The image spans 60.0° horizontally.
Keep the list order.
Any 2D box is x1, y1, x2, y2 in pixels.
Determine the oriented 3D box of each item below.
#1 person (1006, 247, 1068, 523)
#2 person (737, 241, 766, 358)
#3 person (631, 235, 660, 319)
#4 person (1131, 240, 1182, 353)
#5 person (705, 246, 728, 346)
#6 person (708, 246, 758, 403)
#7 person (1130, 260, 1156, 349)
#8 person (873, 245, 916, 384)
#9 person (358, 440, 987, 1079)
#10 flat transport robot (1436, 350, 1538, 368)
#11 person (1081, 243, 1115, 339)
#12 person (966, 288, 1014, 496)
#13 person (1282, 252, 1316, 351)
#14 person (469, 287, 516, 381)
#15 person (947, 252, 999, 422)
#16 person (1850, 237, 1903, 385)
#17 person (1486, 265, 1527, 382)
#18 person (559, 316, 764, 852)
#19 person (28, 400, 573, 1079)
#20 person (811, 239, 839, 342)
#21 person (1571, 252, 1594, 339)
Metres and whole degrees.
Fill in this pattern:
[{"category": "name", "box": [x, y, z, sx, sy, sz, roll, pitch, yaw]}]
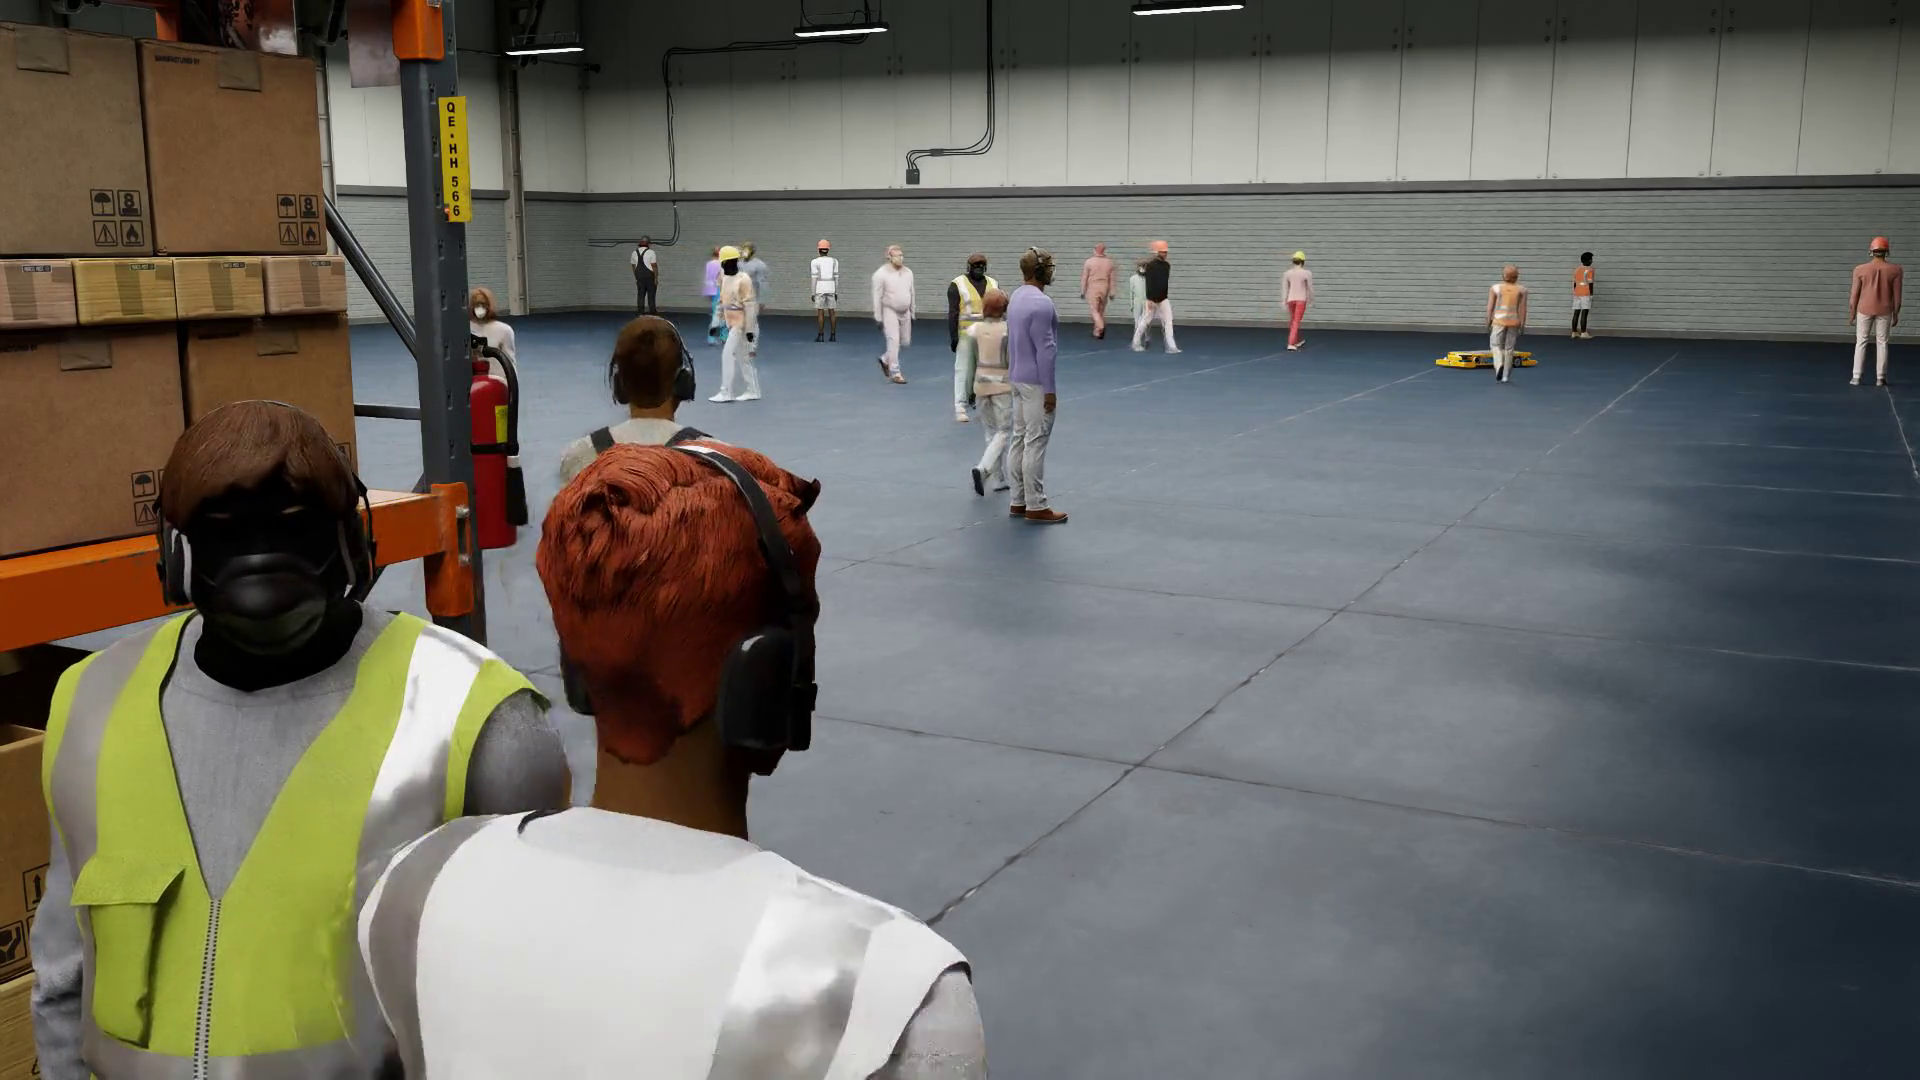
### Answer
[{"category": "person", "box": [0.529, -1.089, 11.761, 0.372, 1.940, 0.629, -4, 11, -20]}, {"category": "person", "box": [-3.504, -3.978, 27.545, 0.662, 1.924, 0.436, 6, 12, 30]}, {"category": "person", "box": [-7.540, -6.339, 40.111, 0.674, 2.000, 0.535, 4, 11, 23]}, {"category": "person", "box": [3.371, -4.205, 28.761, 0.616, 1.946, 1.033, -9, 14, -39]}, {"category": "person", "box": [-4.346, -4.483, 30.567, 0.757, 1.819, 0.607, -7, 13, -35]}, {"category": "person", "box": [-2.815, -2.609, 20.189, 0.850, 1.886, 0.592, -6, 12, -29]}, {"category": "person", "box": [3.296, -4.224, 29.819, 0.507, 1.593, 0.852, 3, 11, 16]}, {"category": "person", "box": [-0.927, -3.111, 22.911, 0.650, 1.891, 0.682, -9, 13, -39]}, {"category": "person", "box": [-0.182, 0.837, 1.446, 0.611, 1.865, 0.605, 6, 12, 28]}, {"category": "flat transport robot", "box": [8.129, -2.801, 25.647, 1.431, 0.197, 0.652, -5, 11, -23]}, {"category": "person", "box": [2.714, -4.863, 32.525, 0.646, 1.876, 0.847, -4, 11, -22]}, {"category": "person", "box": [0.258, -1.150, 12.947, 0.521, 1.613, 0.710, 6, 12, 31]}, {"category": "person", "box": [6.013, -4.221, 29.446, 0.531, 1.722, 0.908, 9, 13, 39]}, {"category": "person", "box": [-3.798, -1.216, 13.314, 0.517, 1.617, 0.534, 0, 10, -2]}, {"category": "person", "box": [0.174, -2.207, 18.128, 0.630, 1.840, 0.429, -5, 12, -27]}, {"category": "person", "box": [12.360, -3.082, 22.472, 0.612, 1.997, 0.376, 5, 11, 25]}, {"category": "person", "box": [7.474, -2.945, 22.745, 0.517, 1.628, 0.577, 2, 11, 9]}, {"category": "person", "box": [-0.787, 0.302, 4.530, 0.509, 1.801, 0.950, 1, 10, 5]}, {"category": "person", "box": [-0.771, 0.756, 1.954, 0.633, 1.846, 0.429, 1, 10, 4]}, {"category": "person", "box": [-2.576, -4.731, 31.622, 0.544, 1.939, 0.354, -5, 11, -24]}, {"category": "person", "box": [12.216, -4.784, 32.579, 0.321, 1.694, 0.529, -3, 11, -18]}]
